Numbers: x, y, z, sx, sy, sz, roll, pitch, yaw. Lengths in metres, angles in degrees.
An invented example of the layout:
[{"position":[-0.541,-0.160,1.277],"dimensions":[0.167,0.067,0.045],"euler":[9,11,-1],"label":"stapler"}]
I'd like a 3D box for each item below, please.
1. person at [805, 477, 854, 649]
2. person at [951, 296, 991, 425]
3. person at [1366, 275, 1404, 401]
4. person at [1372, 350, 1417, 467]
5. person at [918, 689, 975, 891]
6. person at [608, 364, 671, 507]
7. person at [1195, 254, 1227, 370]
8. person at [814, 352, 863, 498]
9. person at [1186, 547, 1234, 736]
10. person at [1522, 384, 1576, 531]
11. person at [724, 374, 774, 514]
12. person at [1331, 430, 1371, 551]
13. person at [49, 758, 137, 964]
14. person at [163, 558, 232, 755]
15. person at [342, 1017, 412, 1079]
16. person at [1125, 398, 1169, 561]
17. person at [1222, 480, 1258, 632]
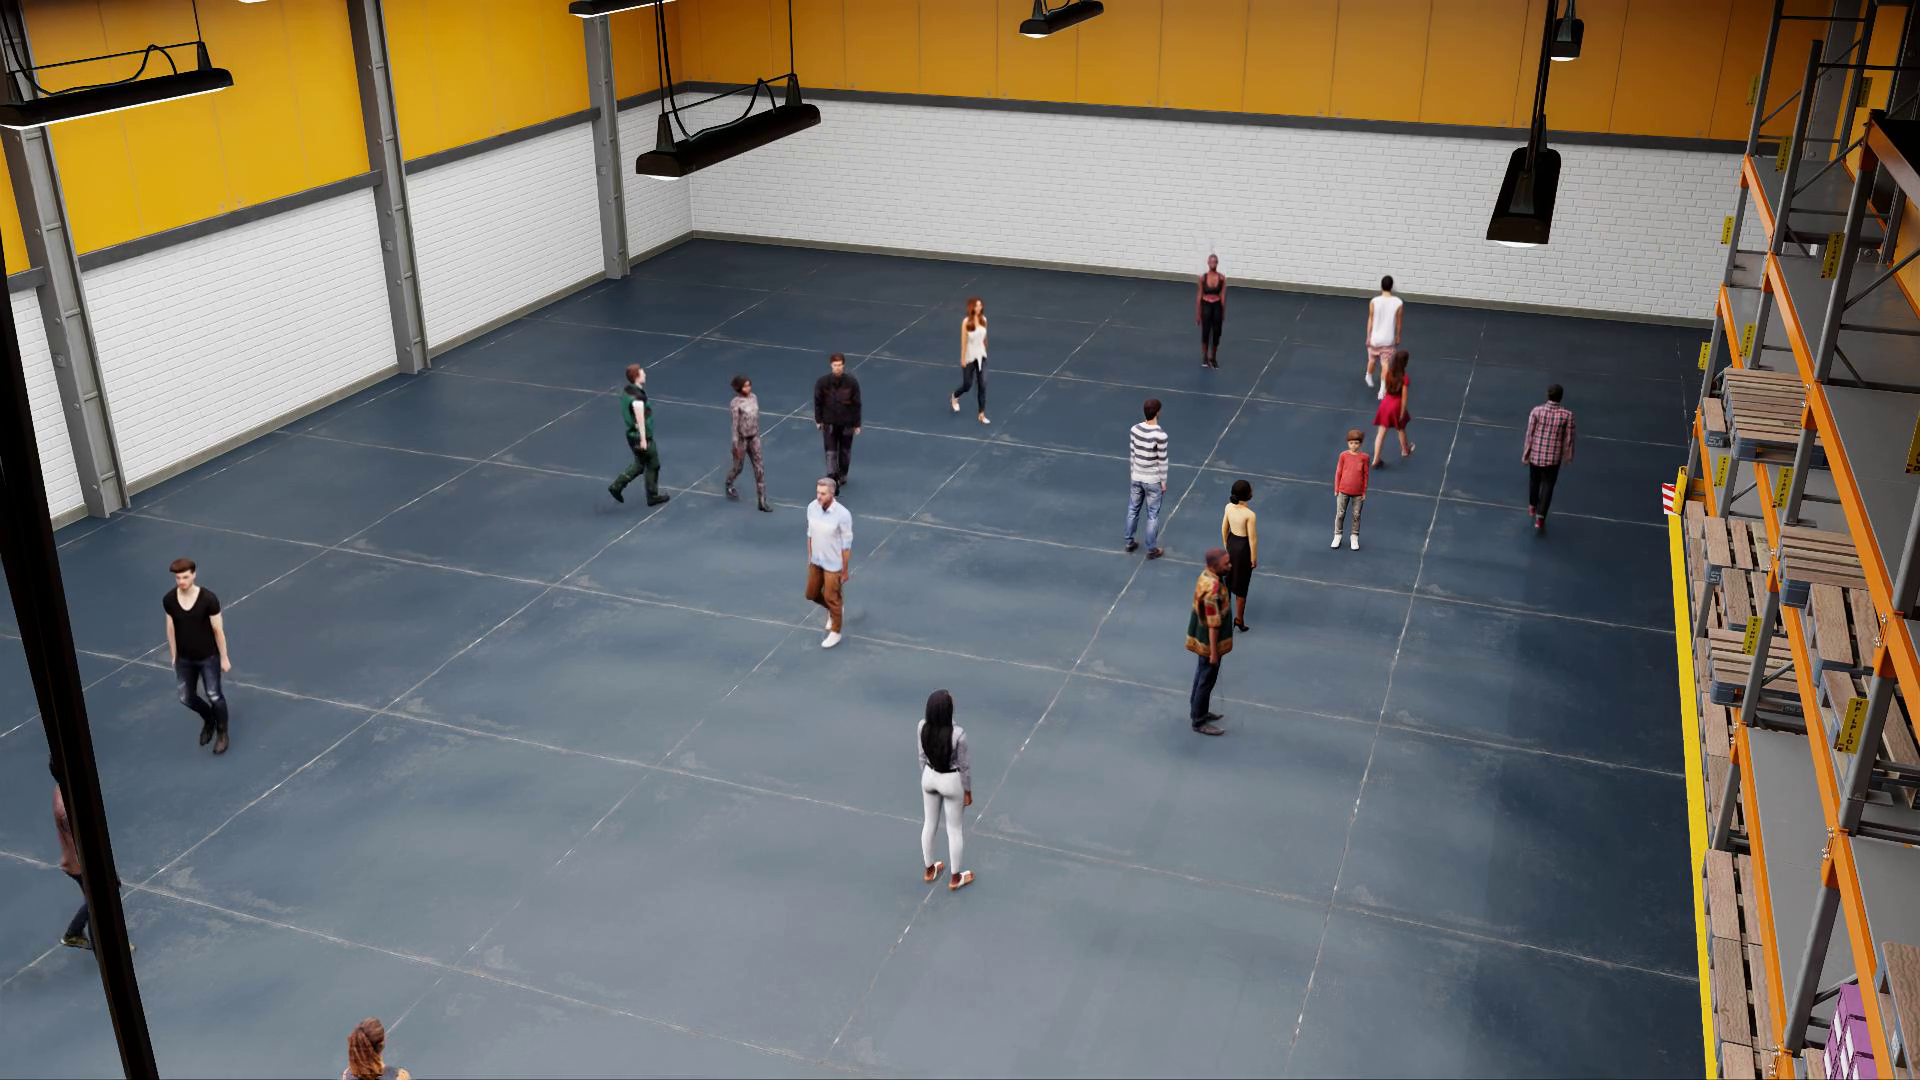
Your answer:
[{"position":[-1.285,0.180,16.857],"dimensions":[0.776,1.814,0.805],"euler":[15,27,30],"label":"person"},{"position":[0.142,-2.521,23.105],"dimensions":[1.054,1.759,1.035],"euler":[-15,28,-31],"label":"person"},{"position":[6.090,-2.868,23.922],"dimensions":[0.742,1.740,1.123],"euler":[4,24,10],"label":"person"},{"position":[5.546,-1.672,21.474],"dimensions":[0.808,1.510,1.084],"euler":[21,31,39],"label":"person"},{"position":[-0.126,1.926,12.975],"dimensions":[0.622,1.725,0.572],"euler":[13,27,27],"label":"person"},{"position":[-3.930,-1.238,20.087],"dimensions":[1.072,1.826,0.986],"euler":[-12,27,-26],"label":"person"},{"position":[3.820,-3.515,25.400],"dimensions":[0.727,1.743,0.811],"euler":[1,24,1],"label":"person"},{"position":[-1.508,-1.468,20.665],"dimensions":[1.083,1.784,1.300],"euler":[-3,24,-6],"label":"person"},{"position":[2.287,0.899,15.223],"dimensions":[0.820,1.806,0.676],"euler":[3,24,6],"label":"person"},{"position":[6.891,-0.959,19.553],"dimensions":[0.770,1.742,1.142],"euler":[11,26,23],"label":"person"},{"position":[-2.647,-1.188,20.163],"dimensions":[1.164,1.673,1.019],"euler":[-20,30,-38],"label":"person"},{"position":[4.500,-0.592,19.119],"dimensions":[0.537,1.417,0.510],"euler":[6,24,13],"label":"person"},{"position":[-6.400,2.335,11.990],"dimensions":[0.869,1.765,0.809],"euler":[-12,26,-25],"label":"person"},{"position":[-6.789,0.993,14.910],"dimensions":[0.806,1.884,0.811],"euler":[-1,24,-2],"label":"person"},{"position":[-3.257,3.487,9.422],"dimensions":[0.672,1.710,0.938],"euler":[4,24,8],"label":"person"},{"position":[2.114,-0.700,18.830],"dimensions":[0.705,1.847,0.663],"euler":[18,30,36],"label":"person"},{"position":[2.865,0.153,17.121],"dimensions":[0.680,1.653,0.663],"euler":[-19,30,-37],"label":"person"}]
